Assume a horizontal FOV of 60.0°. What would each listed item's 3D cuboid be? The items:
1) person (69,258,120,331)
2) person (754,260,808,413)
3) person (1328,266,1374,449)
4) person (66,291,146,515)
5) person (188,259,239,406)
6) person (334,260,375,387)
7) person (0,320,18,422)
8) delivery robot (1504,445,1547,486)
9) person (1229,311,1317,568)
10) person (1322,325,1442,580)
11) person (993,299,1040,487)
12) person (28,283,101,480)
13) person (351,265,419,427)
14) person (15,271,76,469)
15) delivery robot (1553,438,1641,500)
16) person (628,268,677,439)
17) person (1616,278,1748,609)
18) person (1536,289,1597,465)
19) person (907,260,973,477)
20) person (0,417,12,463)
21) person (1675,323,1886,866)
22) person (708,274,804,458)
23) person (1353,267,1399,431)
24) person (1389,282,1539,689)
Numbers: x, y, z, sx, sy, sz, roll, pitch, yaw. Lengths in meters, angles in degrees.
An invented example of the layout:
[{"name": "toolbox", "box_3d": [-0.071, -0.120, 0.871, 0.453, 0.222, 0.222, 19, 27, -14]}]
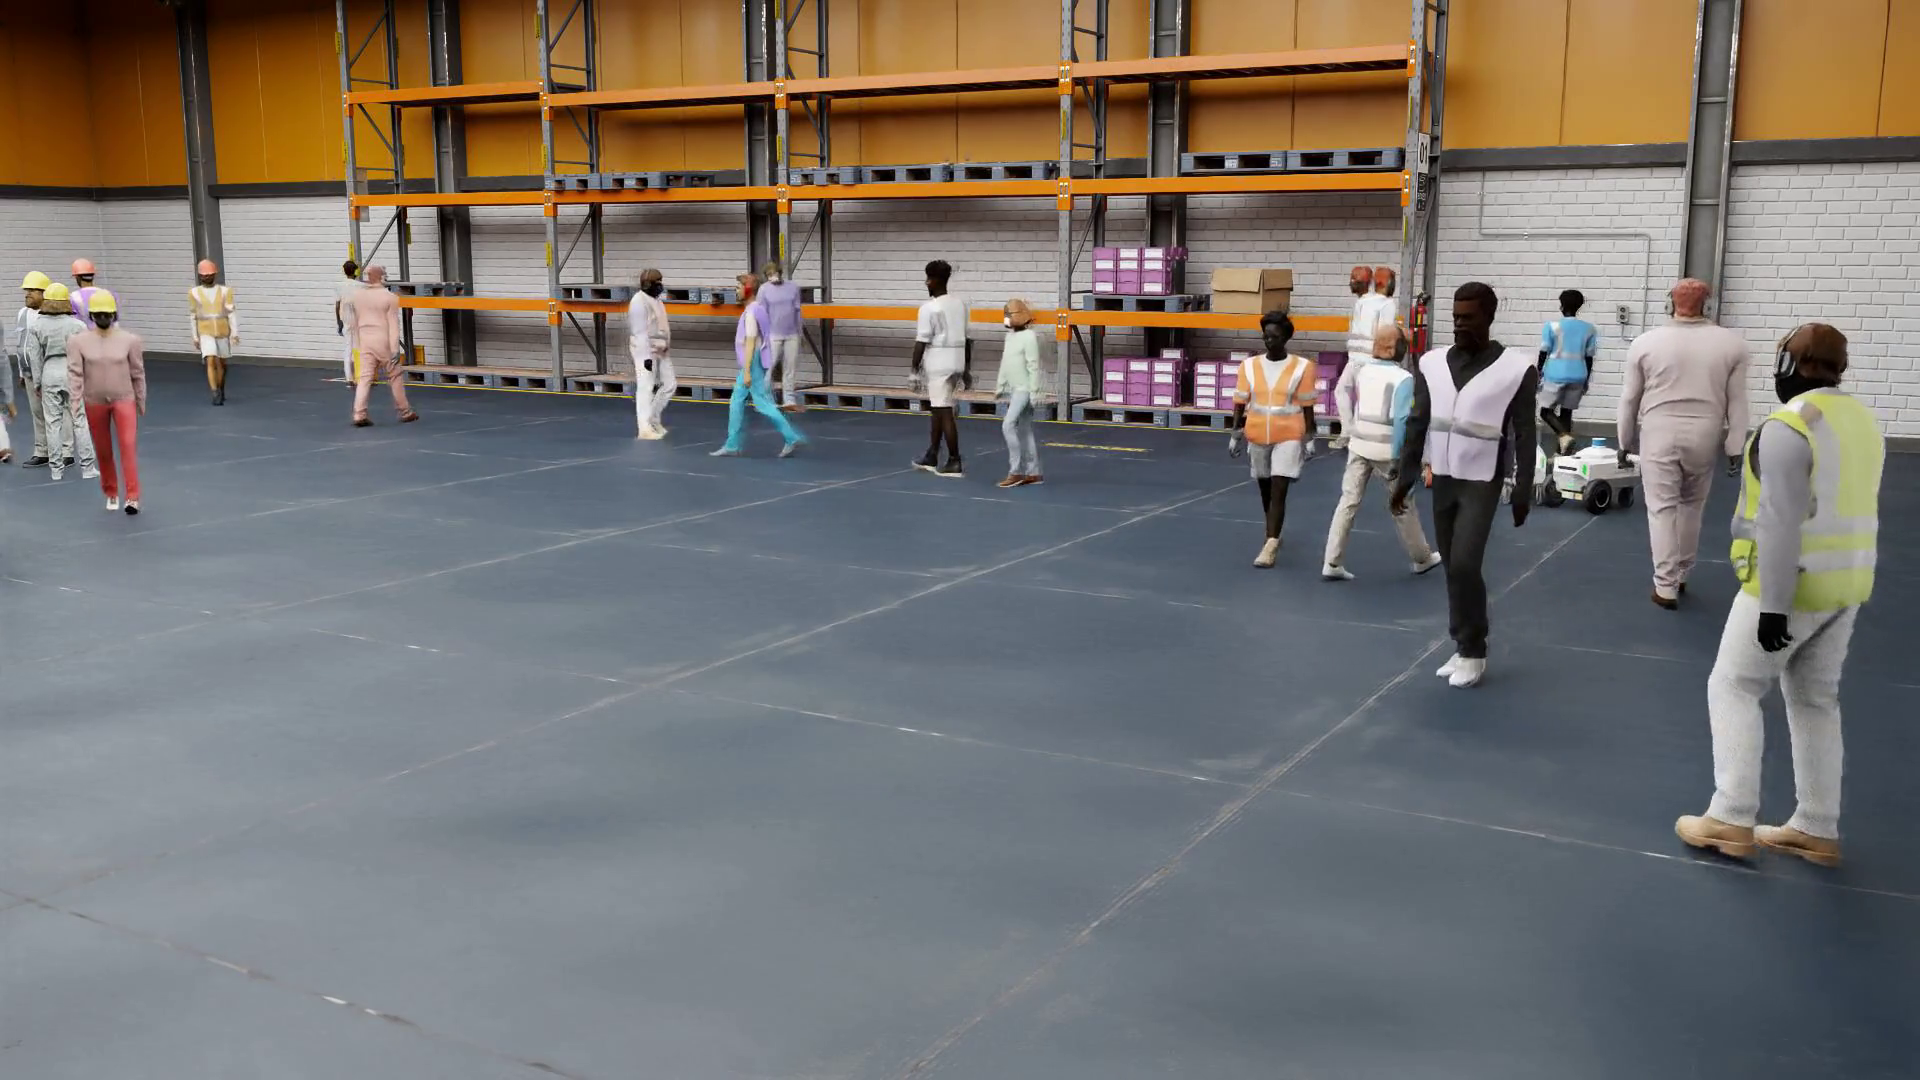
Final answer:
[{"name": "person", "box_3d": [-9.708, -2.181, 18.649, 0.413, 1.934, 0.572, 9, 13, 41]}, {"name": "person", "box_3d": [-2.235, -2.500, 20.578, 0.710, 1.900, 0.369, -7, 12, -35]}, {"name": "person", "box_3d": [4.034, -1.842, 16.927, 0.661, 1.859, 0.574, 6, 12, 32]}, {"name": "person", "box_3d": [-6.561, -1.045, 12.818, 0.535, 1.723, 0.890, -5, 11, -24]}, {"name": "person", "box_3d": [-9.845, -2.742, 21.925, 0.553, 1.909, 0.912, -6, 12, -30]}, {"name": "person", "box_3d": [-8.918, -3.180, 24.484, 0.514, 1.872, 0.328, -1, 10, -4]}, {"name": "person", "box_3d": [-7.157, -0.989, 11.939, 0.657, 1.915, 0.584, -9, 14, -42]}, {"name": "delivery robot", "box_3d": [4.580, -0.638, 13.546, 0.477, 0.478, 0.707, 3, 10, 16]}, {"name": "person", "box_3d": [2.063, -0.683, 10.962, 0.544, 1.651, 0.884, 5, 11, 27]}, {"name": "person", "box_3d": [2.623, -0.535, 10.305, 0.888, 1.583, 0.516, -6, 12, -31]}, {"name": "person", "box_3d": [0.450, -1.261, 14.348, 0.586, 1.613, 0.499, -3, 11, -18]}, {"name": "person", "box_3d": [-7.982, -1.409, 14.817, 0.493, 1.743, 0.313, -3, 11, -18]}, {"name": "person", "box_3d": [-6.719, -2.246, 19.241, 0.664, 1.857, 0.993, 3, 10, 17]}, {"name": "person", "box_3d": [-8.538, -1.575, 15.492, 0.594, 1.837, 0.404, 3, 10, 16]}, {"name": "delivery robot", "box_3d": [5.024, -0.560, 13.103, 0.707, 0.478, 0.477, -6, 12, -30]}, {"name": "person", "box_3d": [-3.303, -1.982, 17.827, 0.443, 1.829, 0.624, 3, 10, 15]}, {"name": "person", "box_3d": [4.178, -0.578, 9.721, 0.668, 1.873, 0.852, 2, 10, 11]}, {"name": "person", "box_3d": [5.656, -1.485, 15.437, 0.571, 1.673, 0.581, -1, 10, -8]}, {"name": "person", "box_3d": [-0.260, -1.548, 15.032, 0.816, 1.936, 0.642, 8, 13, 37]}, {"name": "person", "box_3d": [-9.405, -1.523, 15.866, 0.844, 1.596, 0.493, 7, 12, 34]}, {"name": "person", "box_3d": [2.838, 0.181, 5.639, 0.667, 1.811, 0.523, -7, 12, -33]}, {"name": "person", "box_3d": [-1.983, -1.692, 16.239, 0.912, 1.810, 0.579, -1, 10, -5]}, {"name": "person", "box_3d": [4.076, -1.725, 16.276, 0.518, 1.858, 0.606, -3, 10, -15]}, {"name": "person", "box_3d": [2.347, -0.255, 7.852, 0.600, 1.897, 0.596, -8, 13, -38]}]
